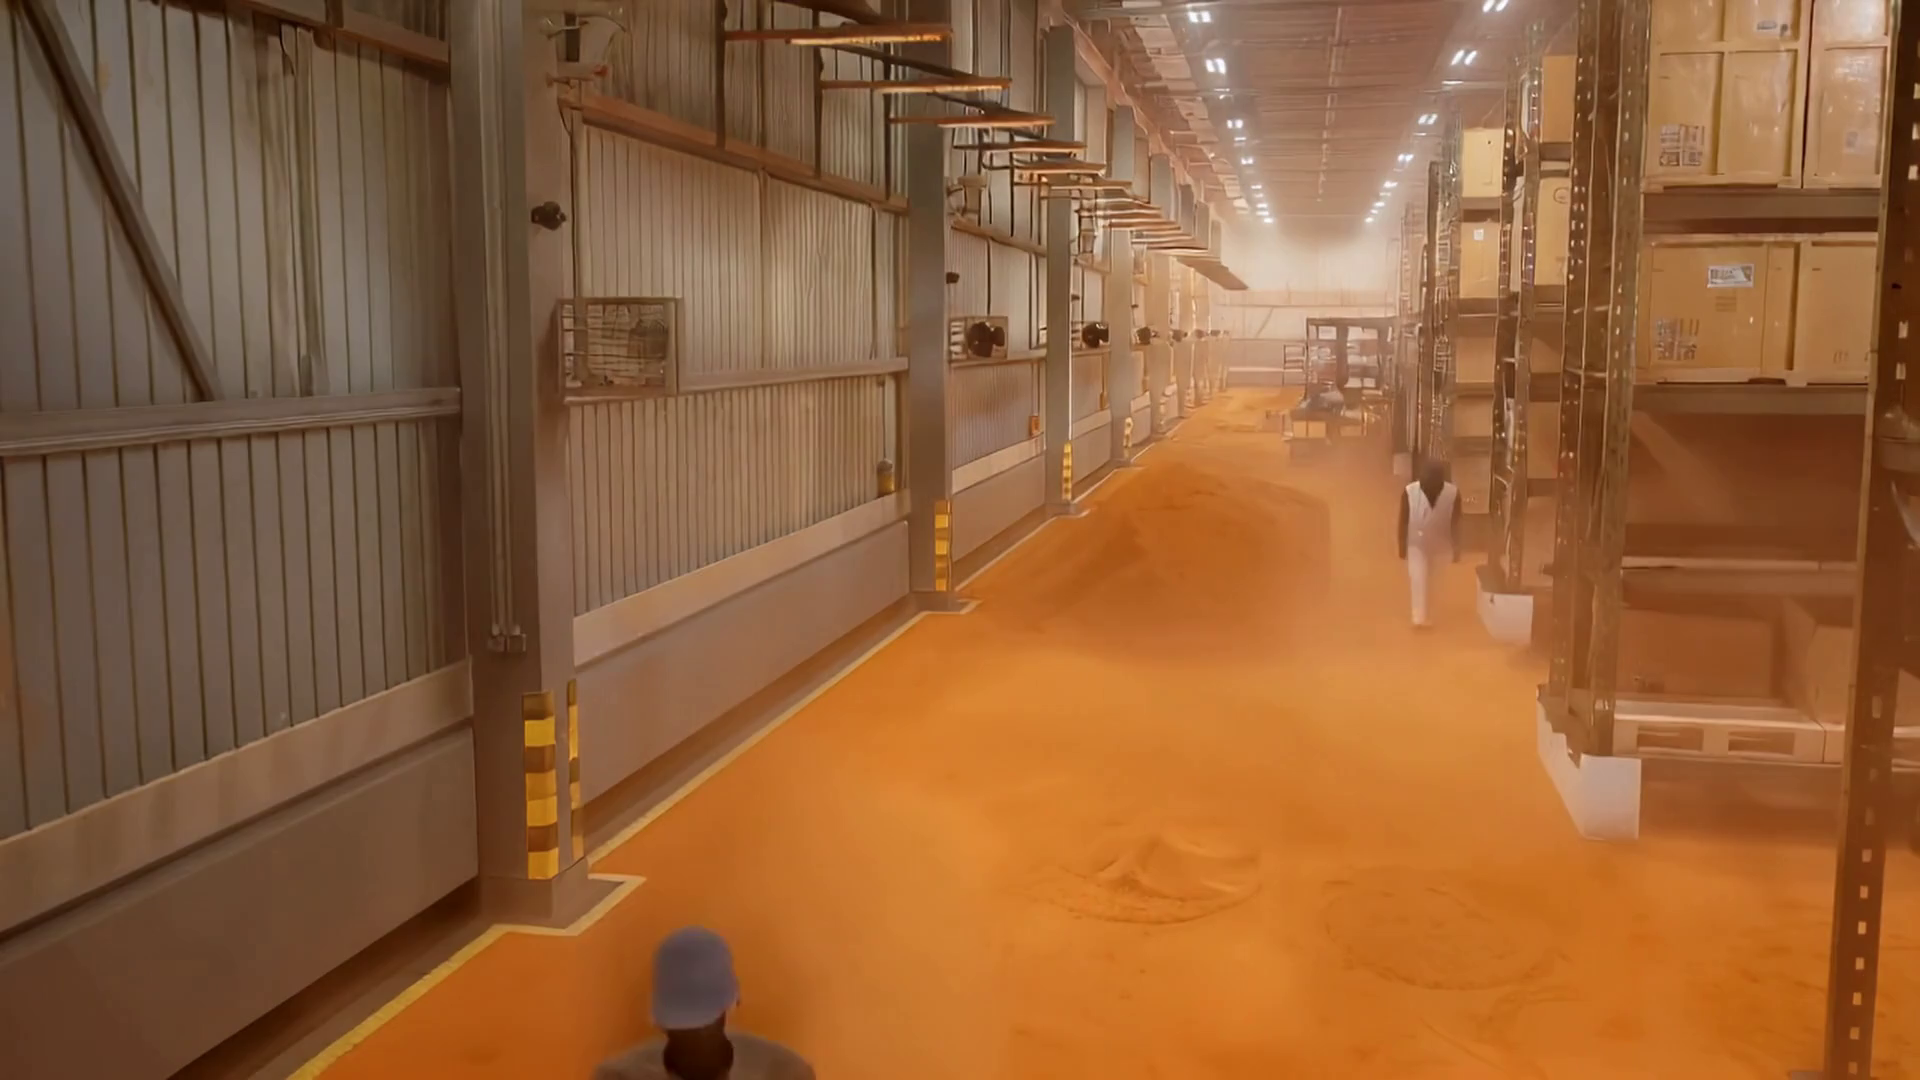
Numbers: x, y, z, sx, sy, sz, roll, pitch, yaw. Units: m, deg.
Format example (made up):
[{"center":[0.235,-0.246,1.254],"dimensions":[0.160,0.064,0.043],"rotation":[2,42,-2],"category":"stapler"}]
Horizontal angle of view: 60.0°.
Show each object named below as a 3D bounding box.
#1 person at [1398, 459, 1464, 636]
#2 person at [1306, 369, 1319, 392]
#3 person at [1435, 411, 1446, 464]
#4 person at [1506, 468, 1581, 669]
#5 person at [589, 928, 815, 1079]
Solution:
[{"center":[4.807,0.085,16.969],"dimensions":[0.654,1.802,0.901],"rotation":[2,7,12],"category":"person"},{"center":[12.190,-4.992,57.470],"dimensions":[0.575,1.841,0.374],"rotation":[-1,7,-9],"category":"person"},{"center":[8.290,-1.361,28.820],"dimensions":[0.786,1.737,0.525],"rotation":[5,8,33],"category":"person"},{"center":[5.583,0.239,15.215],"dimensions":[1.002,1.935,0.606],"rotation":[3,8,20],"category":"person"},{"center":[-0.587,1.762,3.866],"dimensions":[0.568,1.727,0.713],"rotation":[-1,7,-9],"category":"person"}]
